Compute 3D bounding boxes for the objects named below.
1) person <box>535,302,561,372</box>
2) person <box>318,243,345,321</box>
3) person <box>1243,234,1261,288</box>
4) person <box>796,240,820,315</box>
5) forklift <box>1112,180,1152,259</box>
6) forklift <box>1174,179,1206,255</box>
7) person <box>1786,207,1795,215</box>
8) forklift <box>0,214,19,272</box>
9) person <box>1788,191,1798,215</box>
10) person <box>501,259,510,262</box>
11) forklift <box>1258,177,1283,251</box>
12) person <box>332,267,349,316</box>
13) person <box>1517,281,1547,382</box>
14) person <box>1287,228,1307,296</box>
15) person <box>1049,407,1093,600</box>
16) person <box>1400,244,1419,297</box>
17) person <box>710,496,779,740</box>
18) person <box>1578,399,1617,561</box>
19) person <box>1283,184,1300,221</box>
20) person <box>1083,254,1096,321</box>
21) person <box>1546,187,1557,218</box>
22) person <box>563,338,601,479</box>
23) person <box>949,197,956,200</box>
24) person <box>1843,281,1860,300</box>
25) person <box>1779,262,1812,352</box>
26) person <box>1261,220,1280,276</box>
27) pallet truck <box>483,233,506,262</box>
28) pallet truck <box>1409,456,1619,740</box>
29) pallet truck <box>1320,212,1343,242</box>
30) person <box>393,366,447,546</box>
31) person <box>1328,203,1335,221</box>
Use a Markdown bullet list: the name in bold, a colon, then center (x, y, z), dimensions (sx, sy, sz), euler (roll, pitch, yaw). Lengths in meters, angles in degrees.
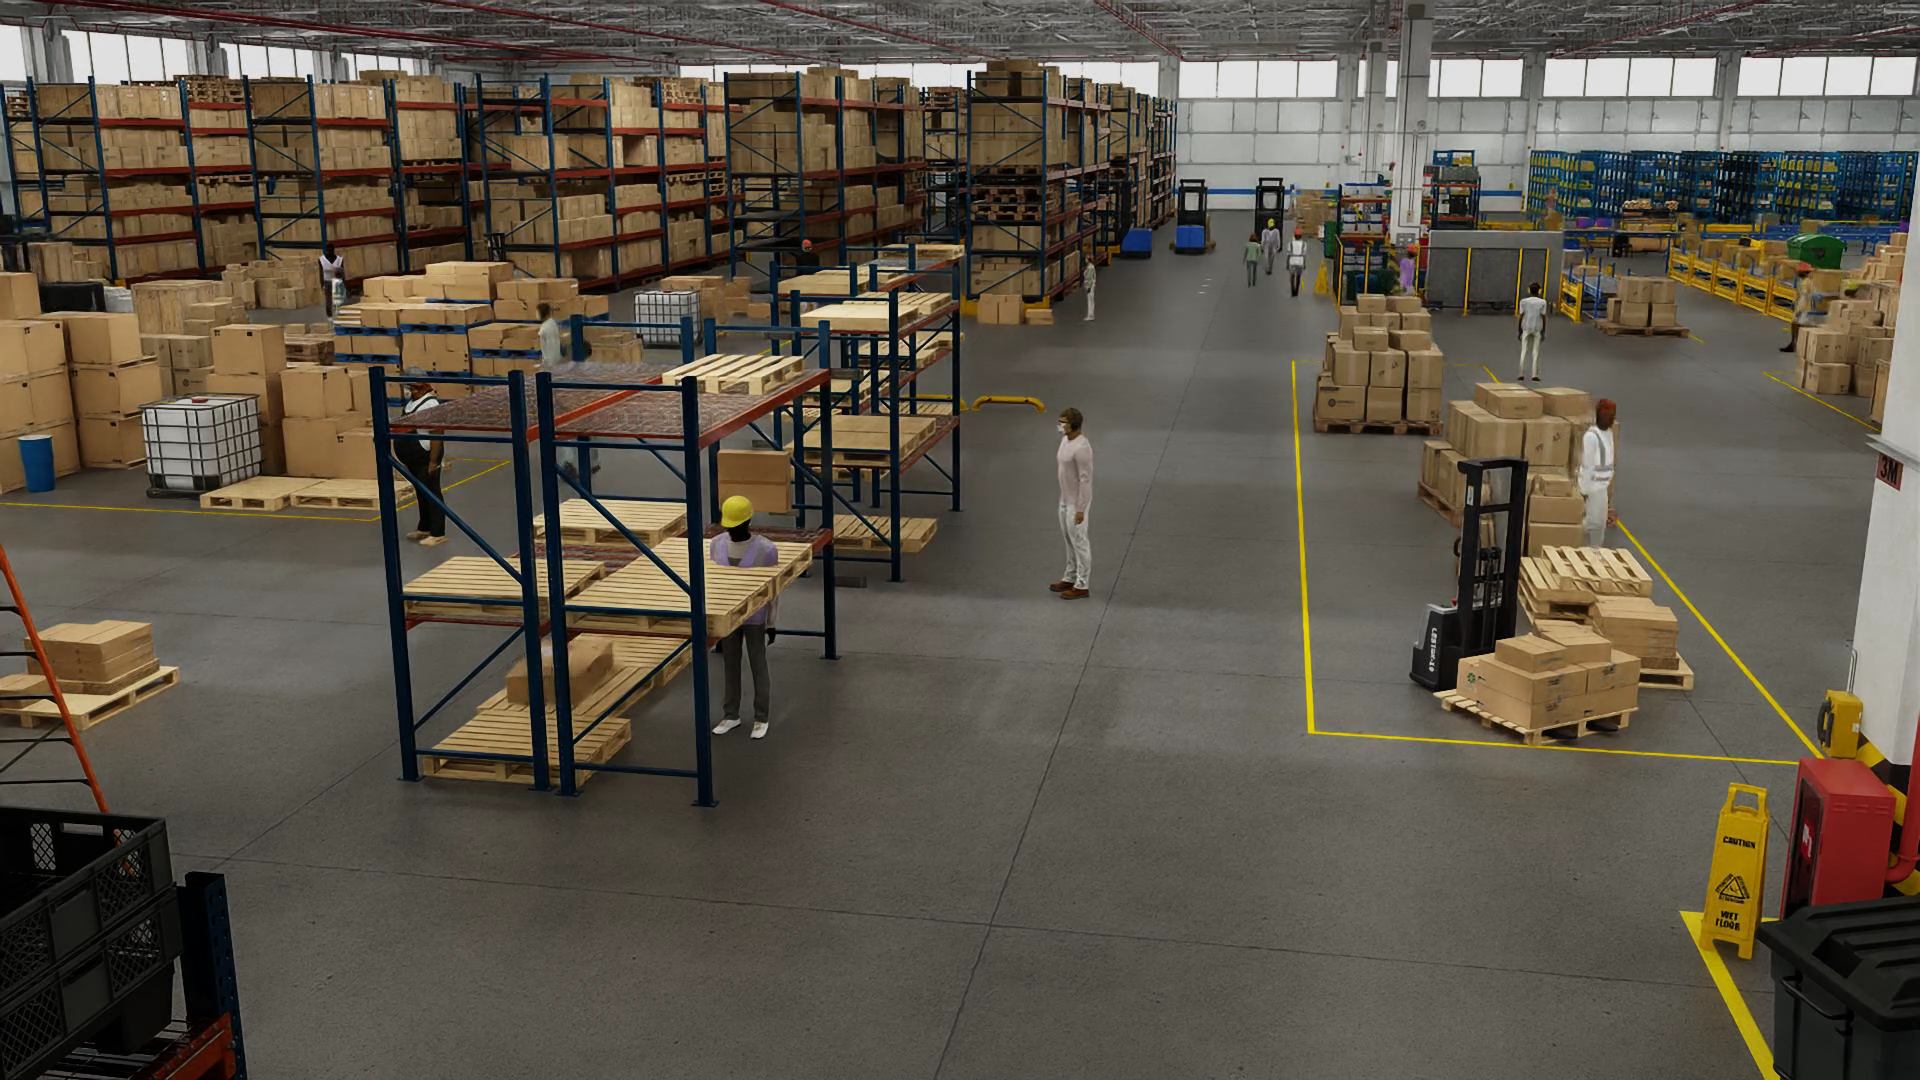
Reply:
- **person**: center (-6.603, -2.934, 27.105), dimensions (0.763, 1.915, 0.625), euler (-3, 14, -10)
- **person**: center (-15.473, -6.355, 41.010), dimensions (0.587, 1.911, 0.397), euler (-8, 16, -28)
- **person**: center (8.747, -8.364, 49.817), dimensions (0.512, 1.594, 0.840), euler (2, 14, 7)
- **person**: center (-3.746, -6.399, 41.010), dimensions (0.618, 1.992, 0.384), euler (-4, 14, -17)
- **forklift**: center (6.082, -11.722, 60.796), dimensions (1.873, 2.768, 1.129), euler (2, 14, 9)
- **forklift**: center (8.739, -12.231, 62.861), dimensions (1.129, 2.768, 1.873), euler (3, 14, 10)
- **person**: center (40.299, -15.993, 80.409), dimensions (0.603, 1.771, 0.944), euler (5, 15, 18)
- **forklift**: center (-20.877, -5.646, 36.125), dimensions (1.873, 2.768, 1.129), euler (2, 14, 10)
- **person**: center (40.237, -15.924, 80.112), dimensions (0.988, 1.796, 0.565), euler (0, 14, 0)
- **person**: center (-10.568, -5.782, 39.175), dimensions (0.776, 1.669, 0.540), euler (-1, 14, -3)
- **forklift**: center (12.083, -12.747, 64.956), dimensions (1.129, 2.768, 1.873), euler (3, 14, 10)
- **person**: center (-13.866, -5.307, 37.326), dimensions (0.450, 1.620, 0.548), euler (-10, 17, -35)
- **person**: center (10.684, -3.889, 31.075), dimensions (0.528, 1.871, 0.323), euler (6, 15, 23)
- **person**: center (9.514, -7.839, 47.008), dimensions (0.550, 1.921, 0.622), euler (2, 14, 9)
- **person**: center (1.137, -0.370, 16.644), dimensions (0.376, 1.940, 0.629), euler (-3, 14, -14)
- **person**: center (10.912, -6.235, 40.503), dimensions (0.545, 1.913, 0.449), euler (-10, 17, -36)
- **person**: center (-1.676, 0.588, 12.799), dimensions (0.585, 1.918, 0.379), euler (5, 15, 18)
- **person**: center (6.691, -0.597, 17.717), dimensions (0.621, 1.867, 0.587), euler (10, 17, 36)
- **person**: center (17.347, -17.550, 86.517), dimensions (1.013, 1.890, 0.641), euler (5, 15, 19)
- **person**: center (3.206, -6.239, 41.086), dimensions (0.306, 1.640, 0.522), euler (0, 14, 2)
- **person**: center (28.368, -15.881, 79.626), dimensions (1.036, 1.934, 0.635), euler (-2, 14, -9)
- **person**: center (-5.139, -1.754, 22.427), dimensions (0.643, 1.883, 0.967), euler (2, 14, 7)
- **person**: center (-0.458, -18.654, 91.280), dimensions (0.590, 1.736, 0.479), euler (0, 14, -1)
- **person**: center (17.422, -4.221, 32.715), dimensions (0.895, 1.713, 0.549), euler (5, 15, 19)
- **person**: center (17.785, -4.889, 35.029), dimensions (0.680, 1.925, 0.553), euler (6, 15, 22)
- **person**: center (10.116, -9.527, 54.134), dimensions (0.602, 1.791, 0.920), euler (1, 14, 4)
- **pallet truck**: center (-11.832, -7.026, 43.548), dimensions (1.885, 1.965, 0.823), euler (8, 16, 28)
- **pallet truck**: center (4.504, 0.400, 13.395), dimensions (0.823, 1.965, 1.885), euler (-6, 15, -23)
- **pallet truck**: center (15.874, -13.227, 70.310), dimensions (0.680, 1.201, 1.601), euler (10, 17, 35)
- **person**: center (-6.116, -0.953, 18.800), dimensions (0.538, 2.000, 0.689), euler (-10, 17, -36)
- **person**: center (15.204, -12.868, 67.809), dimensions (0.559, 1.743, 0.608), euler (7, 15, 25)
